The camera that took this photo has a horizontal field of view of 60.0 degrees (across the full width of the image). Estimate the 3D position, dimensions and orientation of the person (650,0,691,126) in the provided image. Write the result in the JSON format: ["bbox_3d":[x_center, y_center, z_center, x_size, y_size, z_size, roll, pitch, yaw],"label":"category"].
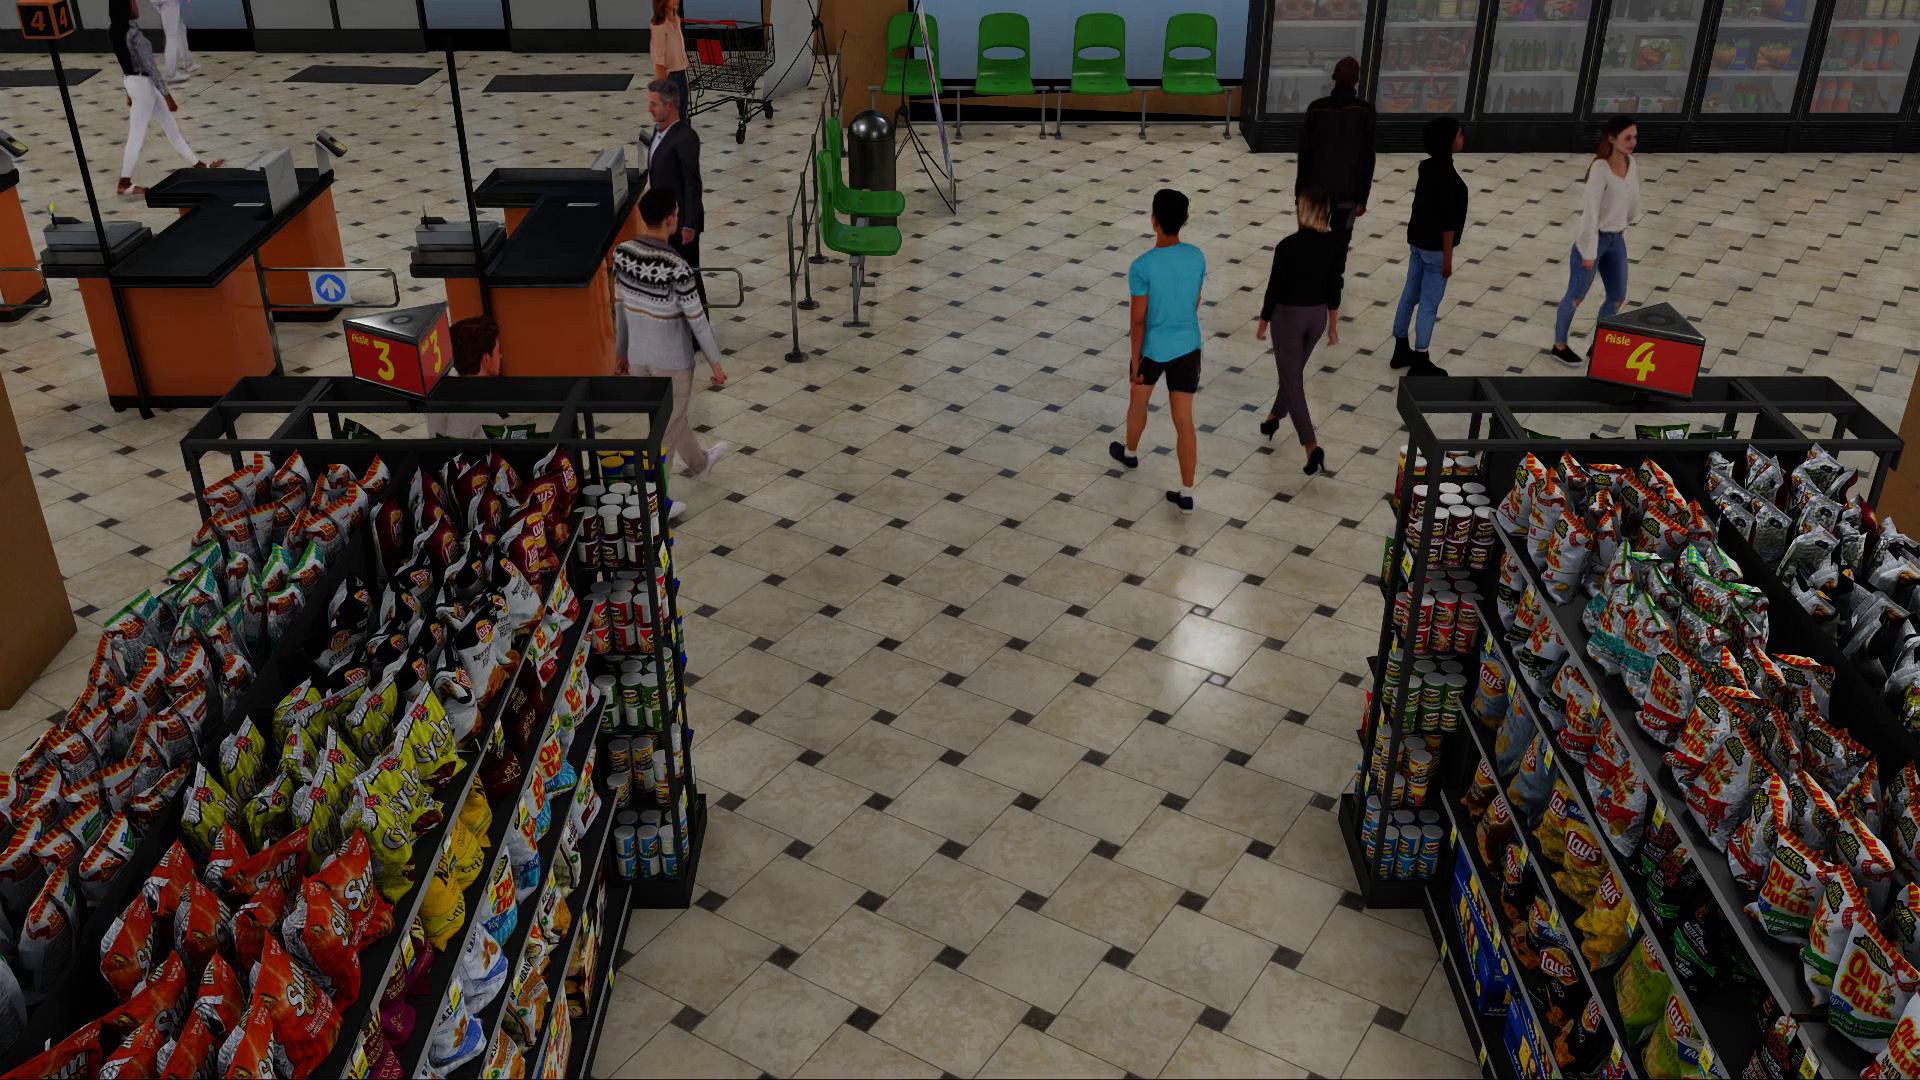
[{"bbox_3d":[-2.491,-3.906,14.334,0.716,1.790,0.566,9,30,16],"label":"person"}]

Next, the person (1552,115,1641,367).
[{"bbox_3d":[4.096,-1.943,10.857,0.820,1.677,0.867,-16,33,-27],"label":"person"}]

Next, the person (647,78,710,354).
[{"bbox_3d":[-1.890,-2.170,11.106,0.872,1.836,0.740,-15,32,-25],"label":"person"}]

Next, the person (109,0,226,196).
[{"bbox_3d":[-7.047,-3.755,14.185,1.195,1.669,1.176,-23,36,-36],"label":"person"}]

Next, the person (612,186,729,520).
[{"bbox_3d":[-1.647,-0.926,8.844,1.112,1.821,1.228,20,34,32],"label":"person"}]

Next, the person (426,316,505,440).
[{"bbox_3d":[-2.062,-0.032,7.150,1.065,1.875,1.014,-20,34,-32],"label":"person"}]

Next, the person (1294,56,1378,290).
[{"bbox_3d":[2.596,-2.433,11.616,0.921,1.810,1.227,8,30,15],"label":"person"}]

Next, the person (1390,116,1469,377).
[{"bbox_3d":[3.022,-1.871,10.700,0.686,1.701,0.559,-8,30,-14],"label":"person"}]

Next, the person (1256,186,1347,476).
[{"bbox_3d":[1.958,-1.140,9.436,0.866,1.629,1.123,-11,30,-19],"label":"person"}]

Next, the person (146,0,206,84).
[{"bbox_3d":[-8.608,-5.851,17.815,0.889,1.869,0.987,15,32,26],"label":"person"}]

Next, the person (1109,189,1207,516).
[{"bbox_3d":[1.176,-0.965,9.019,0.803,1.723,1.194,-8,30,-14],"label":"person"}]
